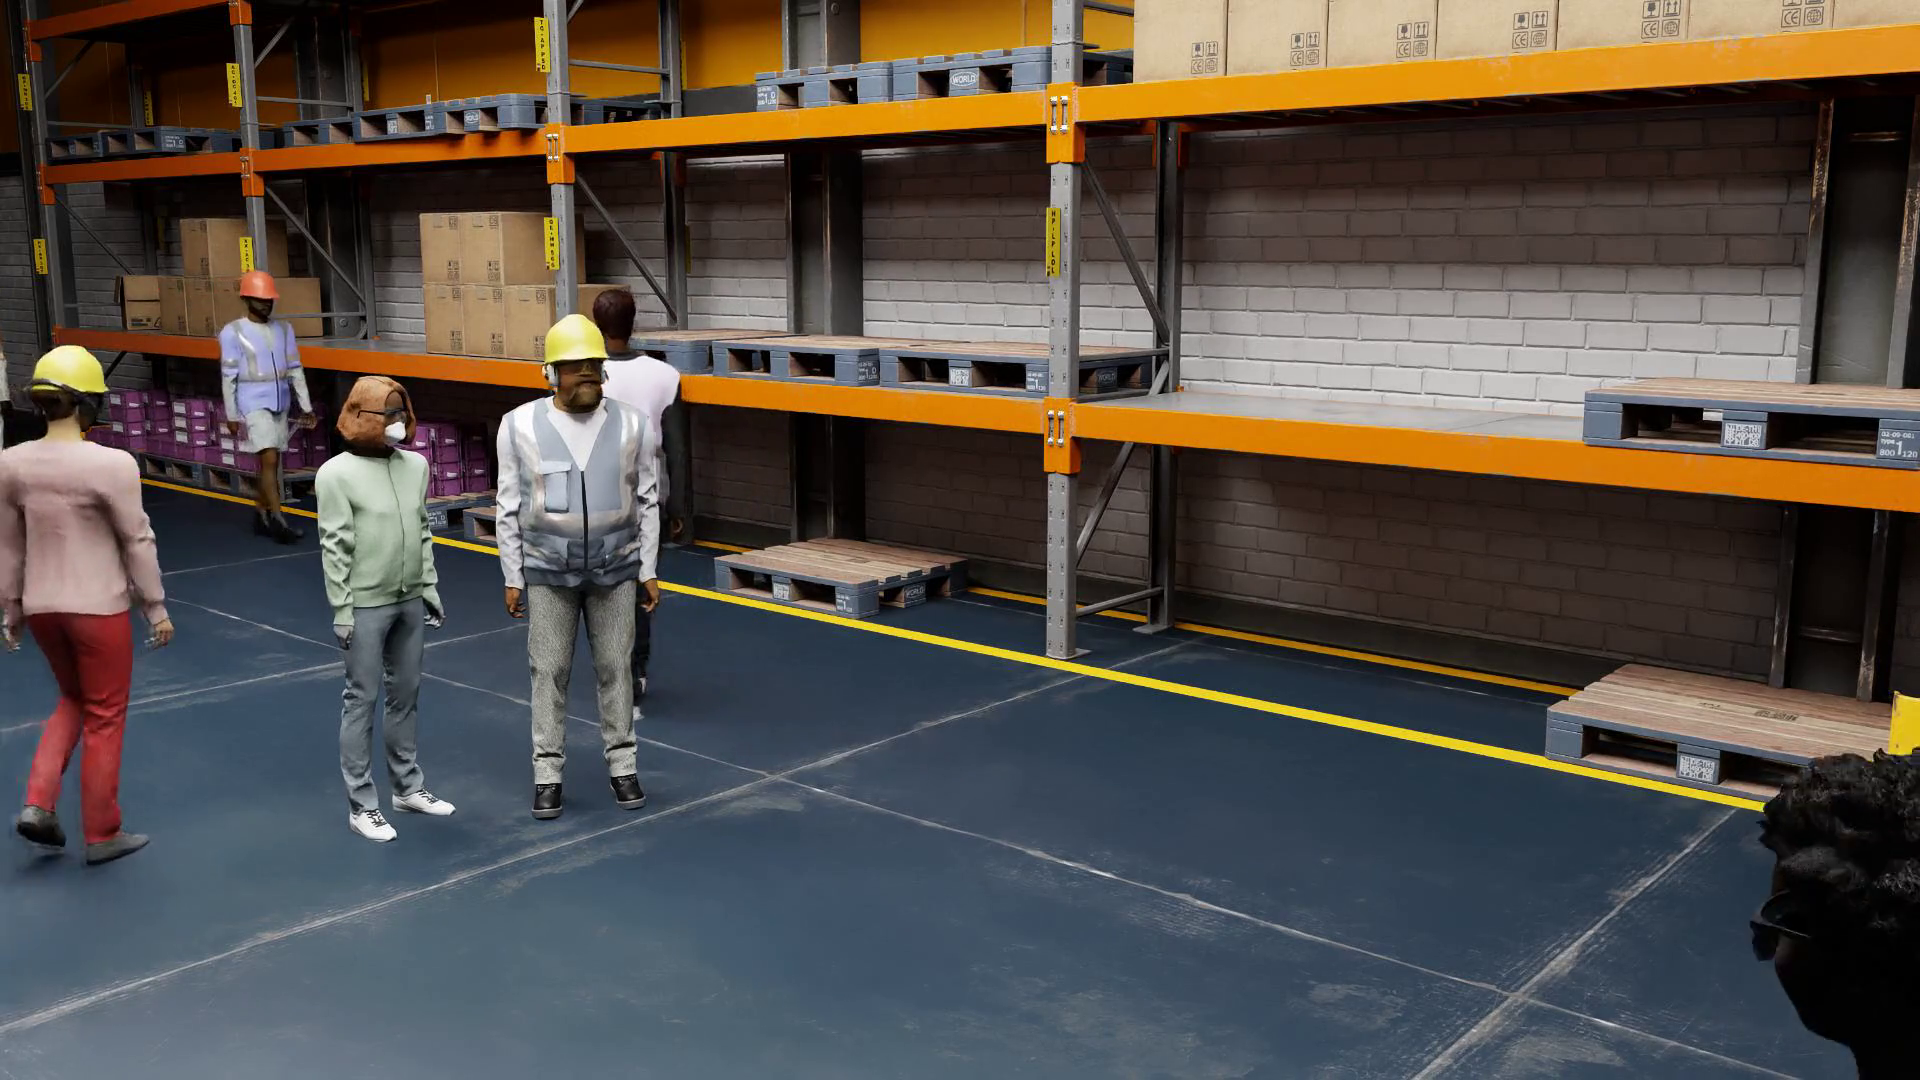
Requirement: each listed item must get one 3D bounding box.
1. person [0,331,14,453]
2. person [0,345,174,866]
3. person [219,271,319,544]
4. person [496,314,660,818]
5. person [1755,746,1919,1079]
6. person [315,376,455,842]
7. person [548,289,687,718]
[{"bbox_3d":[-7.635,-1.158,12.996,0.588,1.928,0.383,5,11,26],"label":"person"},{"bbox_3d":[-2.937,0.230,5.591,0.531,1.754,0.357,3,10,15],"label":"person"},{"bbox_3d":[-4.811,-0.926,11.740,0.848,1.909,0.556,5,11,28],"label":"person"},{"bbox_3d":[-1.389,0.098,6.104,0.591,1.837,0.403,-3,11,-19],"label":"person"},{"bbox_3d":[0.871,1.025,1.342,0.539,1.667,0.766,-4,11,-22],"label":"person"},{"bbox_3d":[-2.040,0.233,5.914,0.281,1.632,0.500,5,11,25],"label":"person"},{"bbox_3d":[-1.582,-0.170,7.505,0.609,1.884,0.727,-6,12,-32],"label":"person"}]
